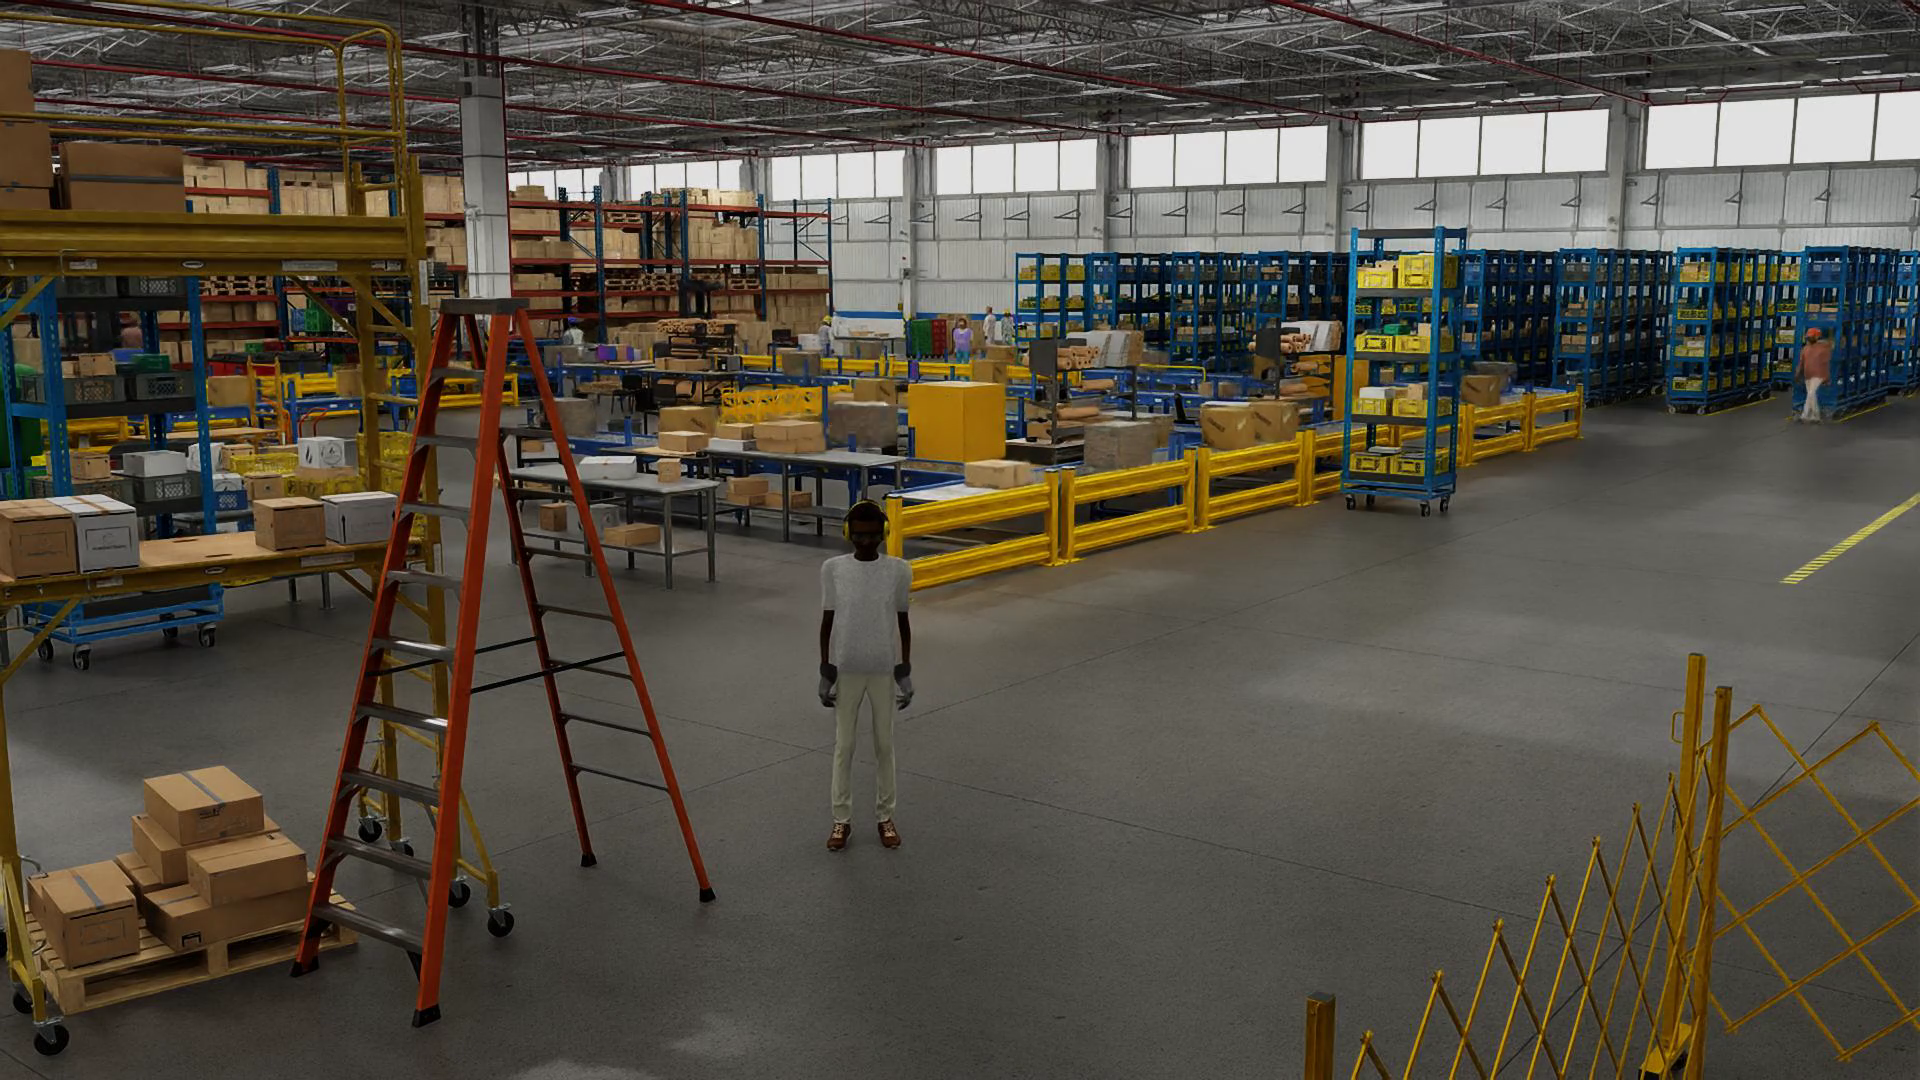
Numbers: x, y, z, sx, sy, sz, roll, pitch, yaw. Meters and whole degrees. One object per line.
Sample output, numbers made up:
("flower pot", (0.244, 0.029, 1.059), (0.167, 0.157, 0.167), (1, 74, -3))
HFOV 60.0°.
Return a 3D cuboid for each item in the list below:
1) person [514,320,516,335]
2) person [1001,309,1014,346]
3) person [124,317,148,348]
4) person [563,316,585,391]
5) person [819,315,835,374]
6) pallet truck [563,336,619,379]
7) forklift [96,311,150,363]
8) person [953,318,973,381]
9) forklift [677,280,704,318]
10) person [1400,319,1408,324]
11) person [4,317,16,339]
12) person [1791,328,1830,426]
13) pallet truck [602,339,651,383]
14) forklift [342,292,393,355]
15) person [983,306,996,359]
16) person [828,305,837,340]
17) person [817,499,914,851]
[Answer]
("person", (-16.118, -7.465, 59.653), (0.403, 1.906, 0.651), (-4, 10, -24))
("person", (1.760, -7.724, 61.811), (0.485, 1.734, 0.347), (-2, 9, -12))
("person", (-21.830, -4.953, 44.050), (0.657, 1.885, 0.757), (4, 10, 23))
("person", (-10.024, -4.807, 43.009), (0.565, 1.918, 0.630), (7, 11, 37))
("person", (-3.810, -5.547, 47.914), (0.404, 1.830, 0.599), (-9, 12, -43))
("pallet truck", (-10.690, -5.294, 48.215), (1.601, 1.201, 0.680), (-5, 10, -26))
("forklift", (-21.796, -5.227, 42.656), (1.873, 2.768, 1.129), (-2, 9, -10))
("person", (0.084, -5.089, 45.005), (0.564, 1.847, 0.396), (3, 10, 18))
("forklift", (-8.862, -7.179, 54.834), (1.873, 2.768, 1.129), (7, 11, 37))
("person", (11.939, -5.036, 44.768), (0.610, 1.815, 0.586), (7, 12, 38))
("person", (-28.050, -5.684, 48.875), (0.668, 1.799, 0.623), (0, 9, -3))
("person", (16.927, -3.248, 33.193), (0.977, 1.946, 0.649), (-3, 10, -20))
("pallet truck", (-8.991, -4.871, 45.351), (0.653, 1.274, 1.630), (7, 11, 37))
("forklift", (-16.485, -5.622, 45.120), (1.129, 2.768, 1.873), (7, 11, 37))
("person", (0.999, -7.076, 57.227), (0.409, 1.909, 0.639), (4, 10, 22))
("person", (-5.317, -8.894, 69.072), (0.483, 1.737, 0.583), (7, 12, 39))
("person", (-0.499, 0.710, 8.766), (0.508, 1.865, 0.328), (-1, 9, -5))
